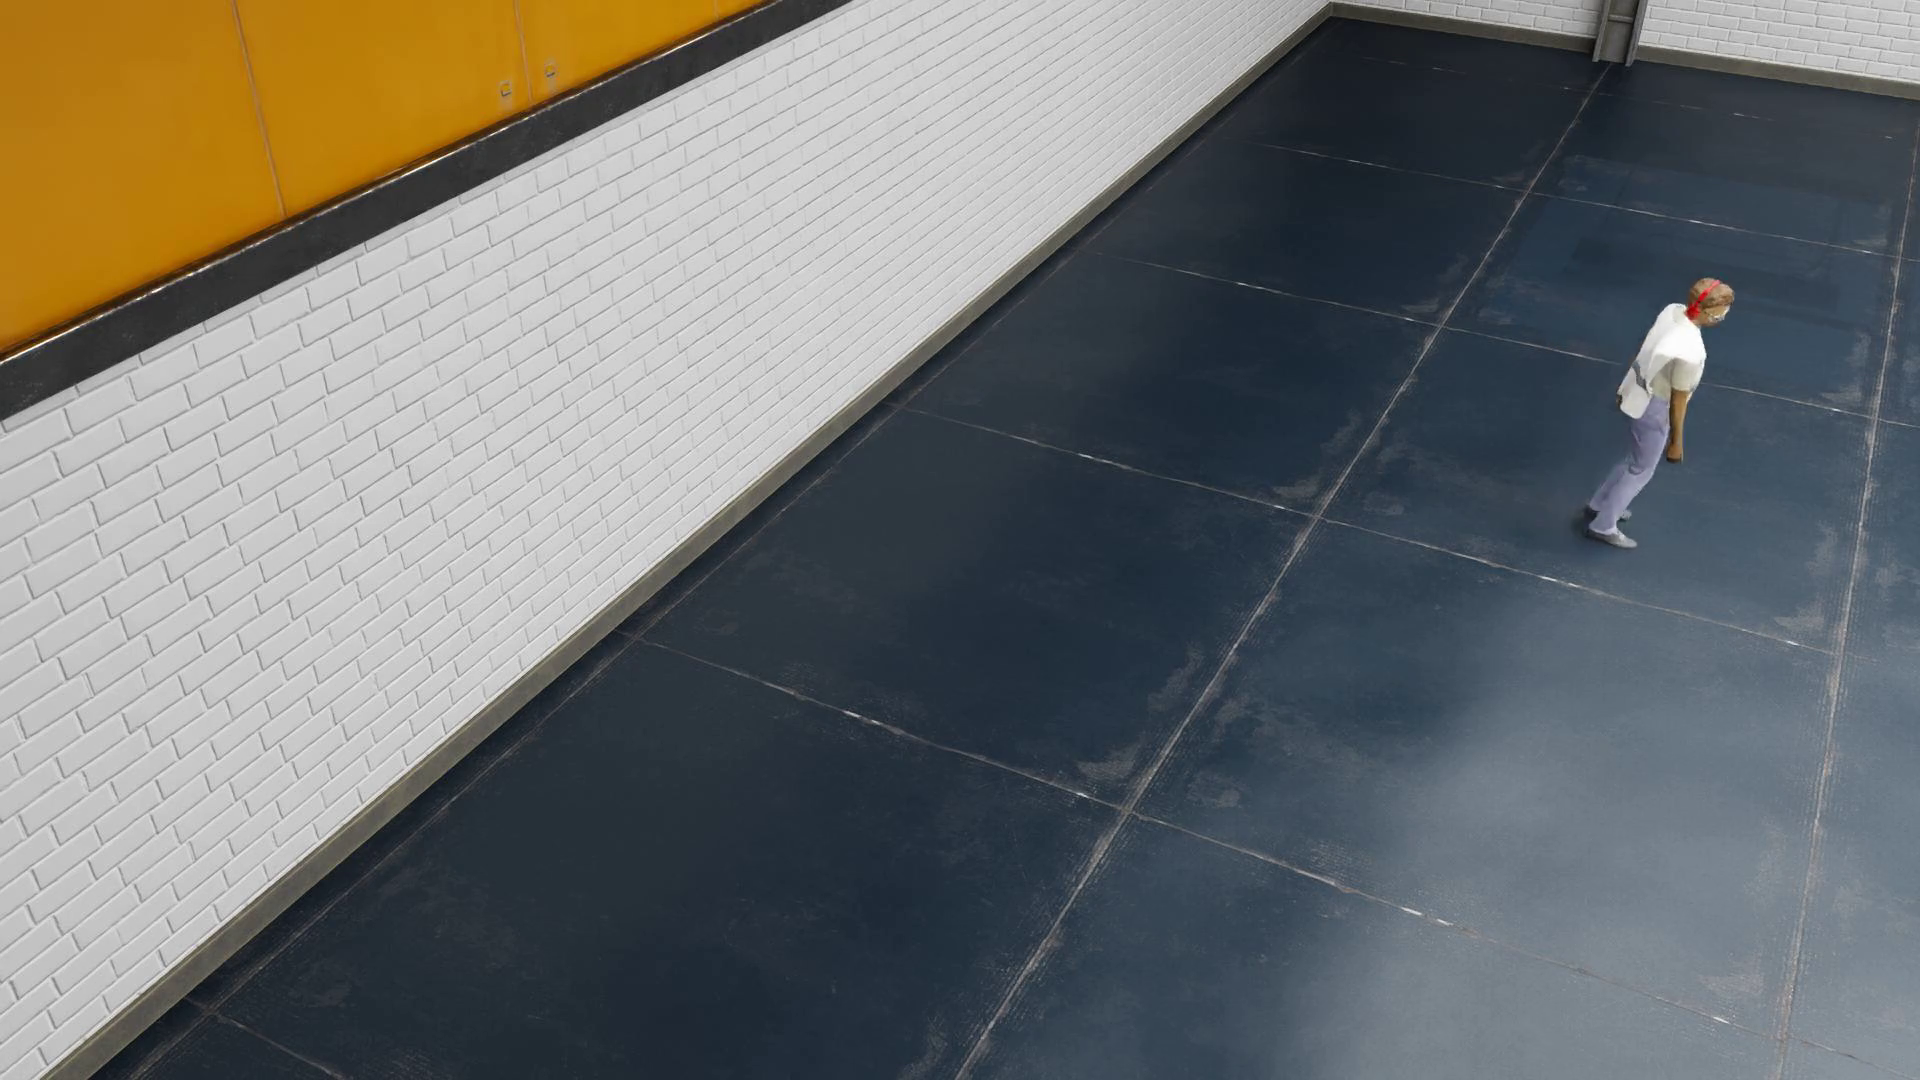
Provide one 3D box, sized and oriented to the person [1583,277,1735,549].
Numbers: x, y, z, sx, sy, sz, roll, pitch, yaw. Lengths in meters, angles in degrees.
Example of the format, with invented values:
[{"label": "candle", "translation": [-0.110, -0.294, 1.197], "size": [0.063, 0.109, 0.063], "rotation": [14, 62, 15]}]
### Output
[{"label": "person", "translation": [4.043, -0.724, 9.675], "size": [0.464, 1.807, 0.589], "rotation": [7, 34, 10]}]
